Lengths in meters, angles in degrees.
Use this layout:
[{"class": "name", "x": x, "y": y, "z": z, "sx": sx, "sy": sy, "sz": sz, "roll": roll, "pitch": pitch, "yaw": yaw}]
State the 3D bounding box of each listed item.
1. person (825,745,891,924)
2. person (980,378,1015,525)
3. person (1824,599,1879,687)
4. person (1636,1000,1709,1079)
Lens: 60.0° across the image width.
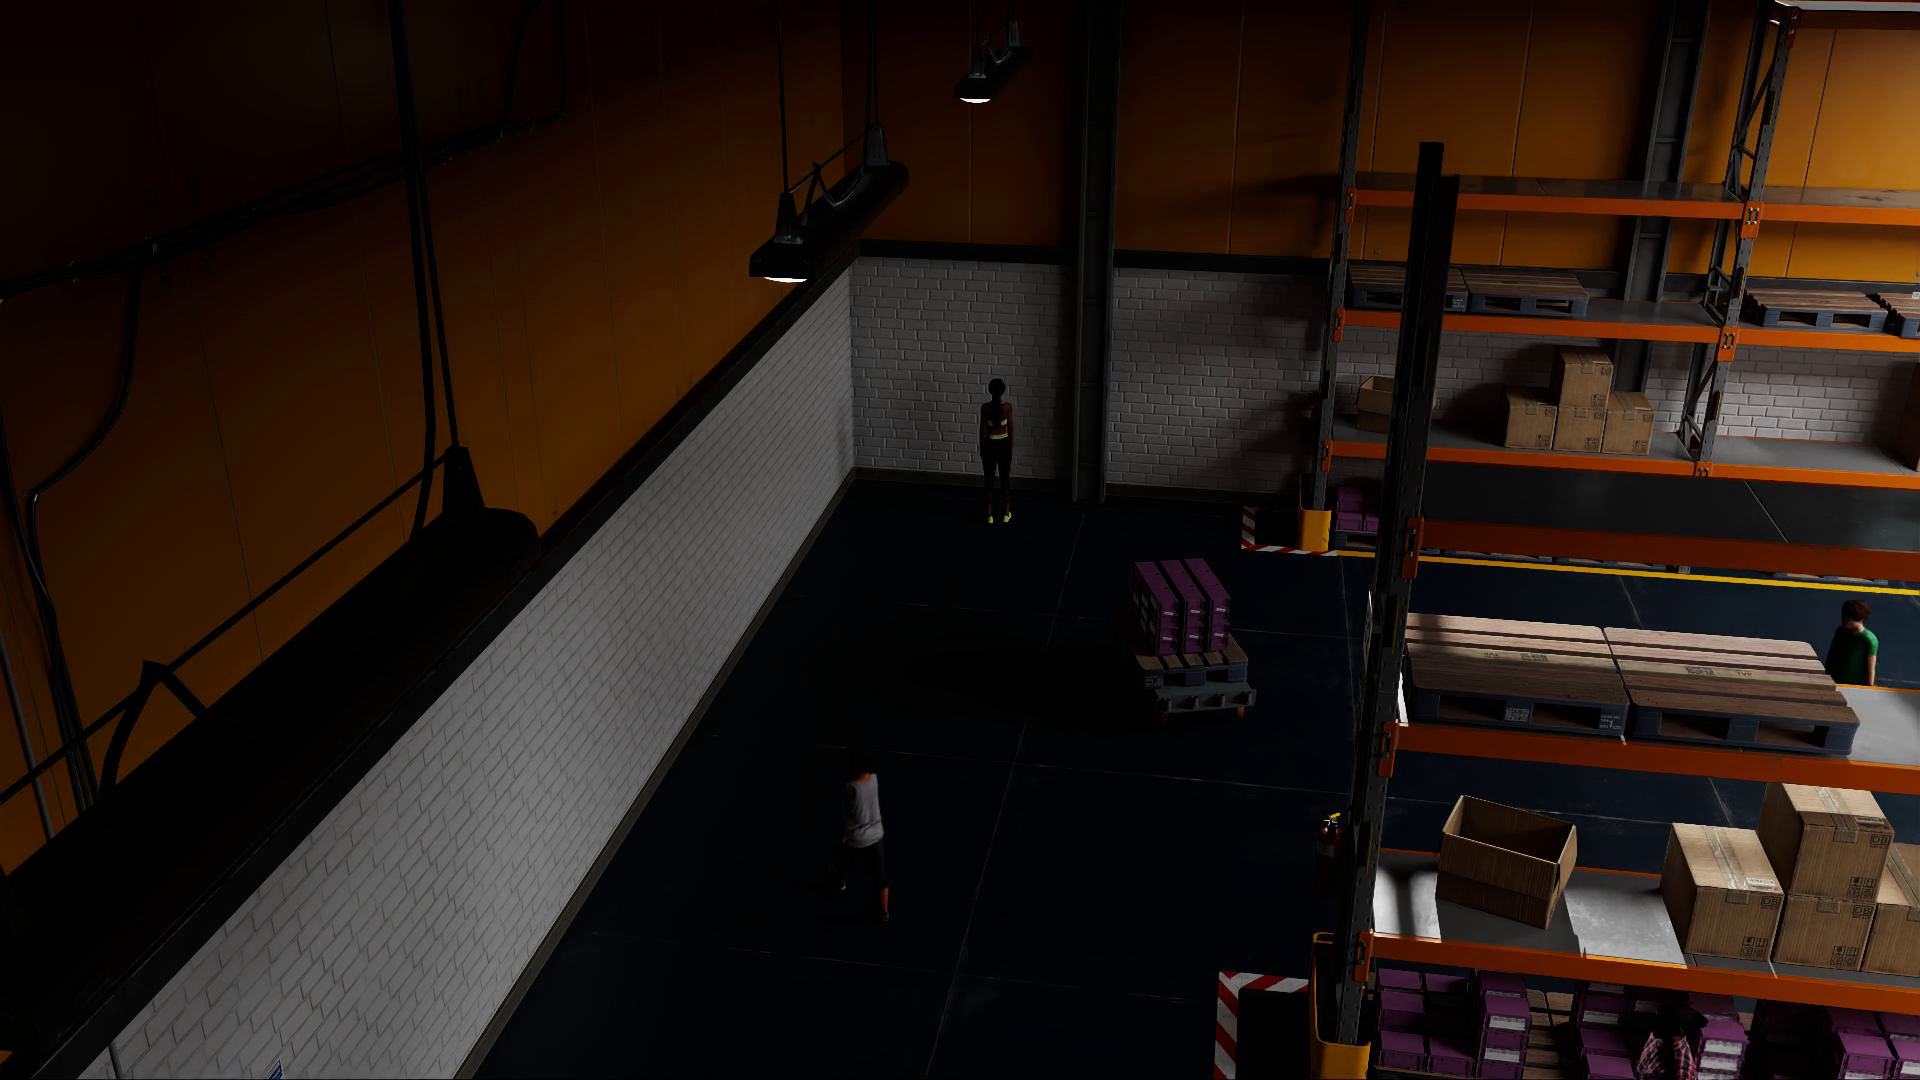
[{"class": "person", "x": -0.683, "y": 2.178, "z": 12.441, "sx": 0.997, "sy": 1.427, "sz": 1.031, "roll": -14, "pitch": 27, "yaw": -30}, {"class": "person", "x": 0.432, "y": -1.042, "z": 19.397, "sx": 0.538, "sy": 1.755, "sz": 0.673, "roll": -3, "pitch": 24, "yaw": -6}, {"class": "person", "x": 7.709, "y": 1.249, "z": 14.308, "sx": 0.765, "sy": 1.634, "sz": 0.726, "roll": -7, "pitch": 25, "yaw": -16}, {"class": "person", "x": 3.979, "y": 3.345, "z": 9.370, "sx": 0.844, "sy": 1.748, "sz": 0.729, "roll": 2, "pitch": 24, "yaw": 6}]
